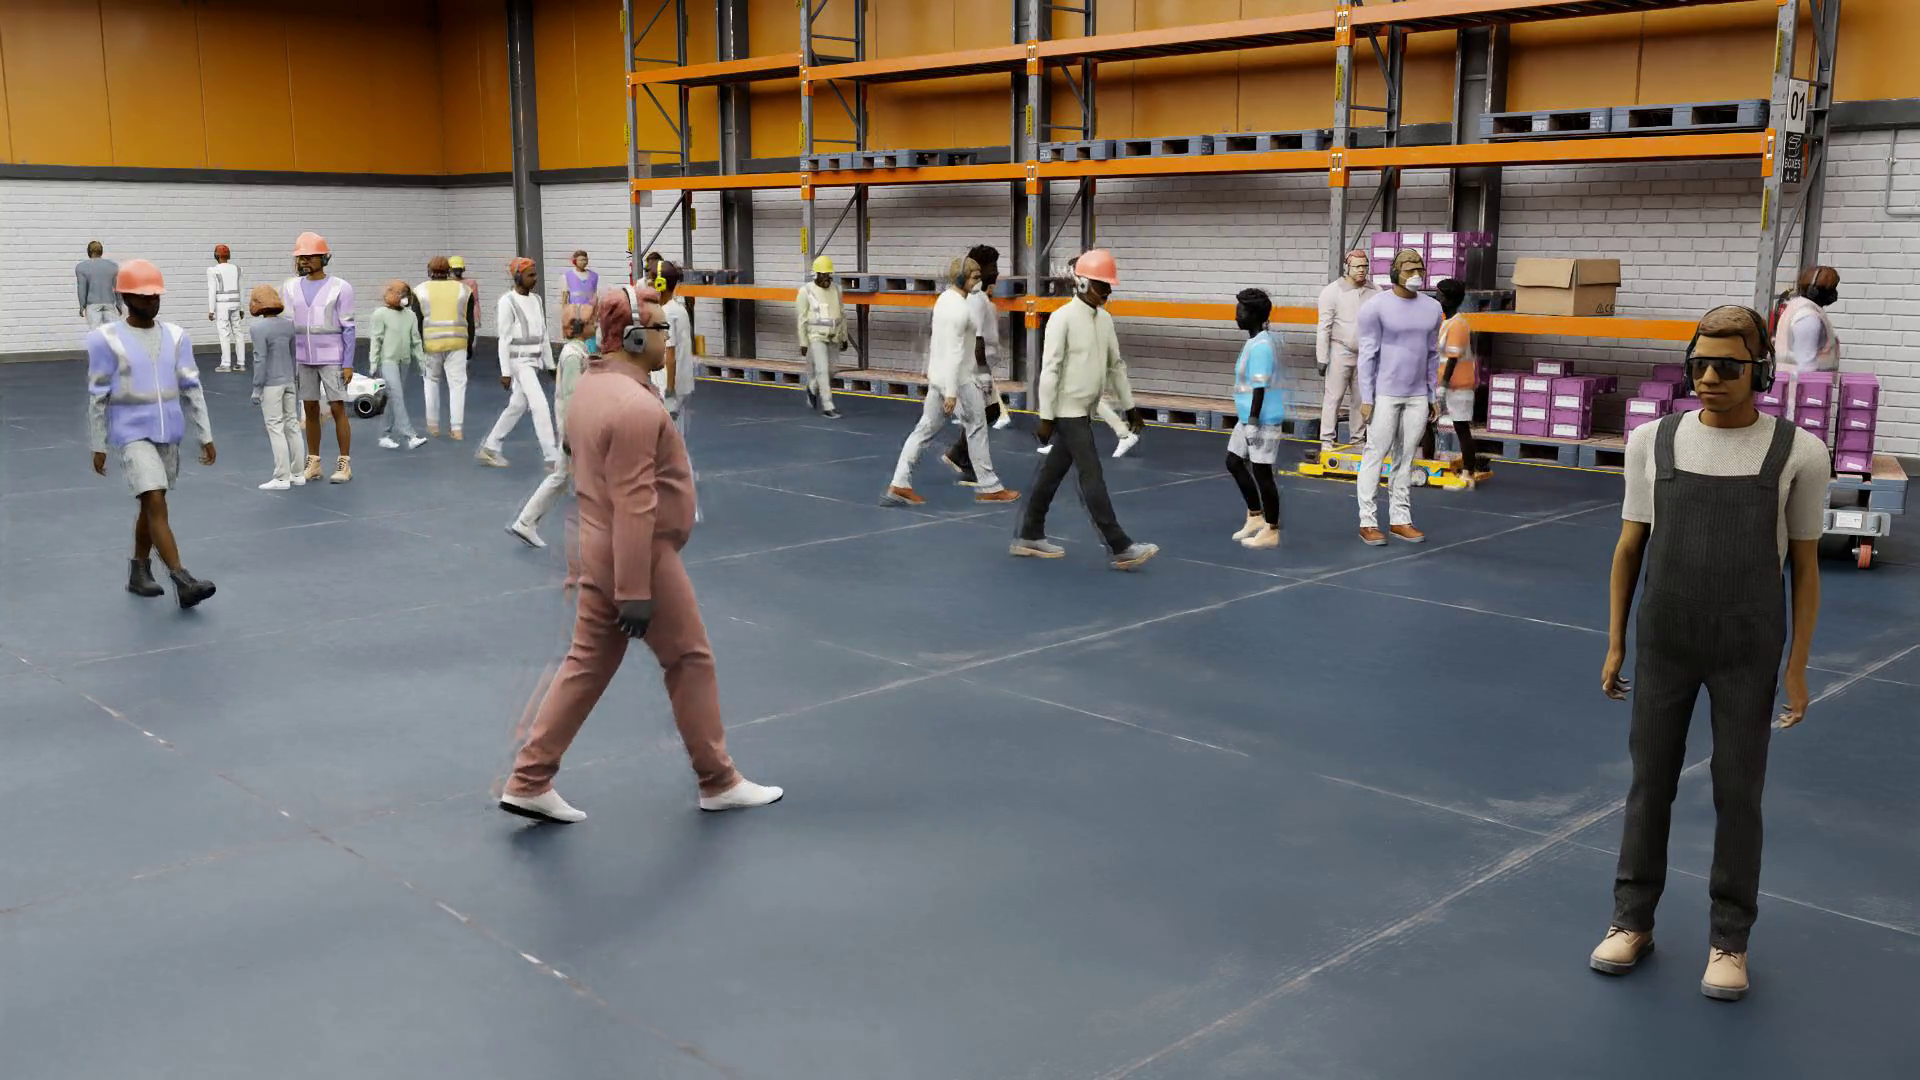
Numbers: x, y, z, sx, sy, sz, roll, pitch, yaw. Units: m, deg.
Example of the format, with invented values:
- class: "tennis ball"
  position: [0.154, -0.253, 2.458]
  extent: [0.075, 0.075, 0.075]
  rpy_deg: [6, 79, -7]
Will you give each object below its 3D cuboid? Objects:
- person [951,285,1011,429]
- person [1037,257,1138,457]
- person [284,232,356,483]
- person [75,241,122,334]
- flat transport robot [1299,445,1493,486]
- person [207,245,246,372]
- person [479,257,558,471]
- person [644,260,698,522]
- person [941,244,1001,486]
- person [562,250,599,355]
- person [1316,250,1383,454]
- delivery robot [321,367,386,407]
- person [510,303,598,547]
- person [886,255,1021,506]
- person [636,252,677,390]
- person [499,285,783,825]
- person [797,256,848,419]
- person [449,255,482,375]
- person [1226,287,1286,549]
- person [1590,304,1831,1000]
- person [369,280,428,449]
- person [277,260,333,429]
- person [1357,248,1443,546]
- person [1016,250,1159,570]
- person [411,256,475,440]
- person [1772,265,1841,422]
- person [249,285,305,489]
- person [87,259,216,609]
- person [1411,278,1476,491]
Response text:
- class: "person"
  position: [0.238, -1.974, 17.528]
  extent: [0.830, 1.594, 0.517]
  rpy_deg: [8, 13, 36]
- class: "person"
  position: [1.200, -1.673, 15.263]
  extent: [0.920, 1.835, 0.541]
  rpy_deg: [3, 11, 14]
- class: "person"
  position: [-5.236, -1.477, 13.590]
  extent: [0.608, 2.044, 0.371]
  rpy_deg: [1, 10, 7]
- class: "person"
  position: [-12.986, -3.541, 25.130]
  extent: [0.636, 1.939, 0.363]
  rpy_deg: [-10, 14, -44]
- class: "flat transport robot"
  position: [3.621, -0.633, 13.824]
  extent: [1.431, 0.197, 0.652]
  rpy_deg: [7, 13, 35]
- class: "person"
  position: [-10.911, -3.442, 24.745]
  extent: [0.354, 1.883, 0.576]
  rpy_deg: [7, 12, 32]
- class: "person"
  position: [-3.793, -1.514, 14.375]
  extent: [0.965, 1.841, 0.590]
  rpy_deg: [2, 11, 13]
- class: "person"
  position: [-2.058, -1.018, 11.614]
  extent: [0.472, 1.848, 0.567]
  rpy_deg: [0, 10, 1]
- class: "person"
  position: [0.134, -1.399, 13.427]
  extent: [0.420, 1.952, 0.612]
  rpy_deg: [1, 10, 8]
- class: "person"
  position: [-5.589, -3.354, 24.455]
  extent: [0.576, 1.817, 0.847]
  rpy_deg: [-7, 13, -35]
- class: "person"
  position: [3.546, -1.666, 15.060]
  extent: [0.656, 1.894, 0.399]
  rpy_deg: [-3, 11, -18]
- class: "delivery robot"
  position: [-6.807, -1.693, 18.574]
  extent: [0.707, 0.478, 0.477]
  rpy_deg: [0, 10, 0]
- class: "person"
  position: [-2.501, -0.723, 10.694]
  extent: [0.858, 1.602, 0.526]
  rpy_deg: [-2, 11, -9]
- class: "person"
  position: [-0.075, -1.172, 12.393]
  extent: [1.038, 1.883, 0.623]
  rpy_deg: [-3, 11, -15]
- class: "person"
  position: [-3.655, -2.573, 20.161]
  extent: [0.548, 1.832, 0.658]
  rpy_deg: [-4, 11, -19]
- class: "person"
  position: [-1.140, 0.067, 5.679]
  extent: [0.971, 1.866, 0.654]
  rpy_deg: [-6, 12, -28]
- class: "person"
  position: [-1.568, -2.260, 18.531]
  extent: [0.636, 1.796, 0.710]
  rpy_deg: [-9, 13, -39]
- class: "person"
  position: [-6.962, -3.081, 23.133]
  extent: [0.534, 1.749, 0.541]
  rpy_deg: [-6, 12, -29]
- class: "person"
  position: [1.890, -0.773, 10.704]
  extent: [0.448, 1.679, 0.560]
  rpy_deg: [1, 10, 5]
- class: "person"
  position: [1.991, 0.300, 4.443]
  extent: [0.515, 1.844, 0.329]
  rpy_deg: [7, 13, 34]
- class: "person"
  position: [-5.243, -1.642, 15.689]
  extent: [0.835, 1.588, 0.512]
  rpy_deg: [6, 12, 29]
- class: "person"
  position: [-6.840, -2.113, 17.718]
  extent: [0.665, 1.800, 0.923]
  rpy_deg: [3, 11, 15]
- class: "person"
  position: [2.886, -0.937, 10.931]
  extent: [0.629, 1.940, 0.379]
  rpy_deg: [-4, 11, -21]
- class: "person"
  position: [0.777, -0.788, 10.150]
  extent: [1.045, 1.924, 0.634]
  rpy_deg: [6, 12, 31]
- class: "person"
  position: [-5.187, -1.928, 16.694]
  extent: [0.633, 1.813, 0.832]
  rpy_deg: [-4, 11, -22]
- class: "person"
  position: [5.986, -1.054, 11.904]
  extent: [0.513, 1.818, 0.701]
  rpy_deg: [1, 10, 7]
- class: "person"
  position: [-5.484, -1.219, 13.305]
  extent: [0.283, 1.631, 0.503]
  rpy_deg: [3, 11, 14]
- class: "person"
  position: [-4.386, -0.576, 9.104]
  extent: [0.976, 1.882, 0.569]
  rpy_deg: [7, 13, 35]
- class: "person"
  position: [3.809, -1.218, 13.155]
  extent: [0.653, 1.673, 0.542]
  rpy_deg: [0, 10, 0]
